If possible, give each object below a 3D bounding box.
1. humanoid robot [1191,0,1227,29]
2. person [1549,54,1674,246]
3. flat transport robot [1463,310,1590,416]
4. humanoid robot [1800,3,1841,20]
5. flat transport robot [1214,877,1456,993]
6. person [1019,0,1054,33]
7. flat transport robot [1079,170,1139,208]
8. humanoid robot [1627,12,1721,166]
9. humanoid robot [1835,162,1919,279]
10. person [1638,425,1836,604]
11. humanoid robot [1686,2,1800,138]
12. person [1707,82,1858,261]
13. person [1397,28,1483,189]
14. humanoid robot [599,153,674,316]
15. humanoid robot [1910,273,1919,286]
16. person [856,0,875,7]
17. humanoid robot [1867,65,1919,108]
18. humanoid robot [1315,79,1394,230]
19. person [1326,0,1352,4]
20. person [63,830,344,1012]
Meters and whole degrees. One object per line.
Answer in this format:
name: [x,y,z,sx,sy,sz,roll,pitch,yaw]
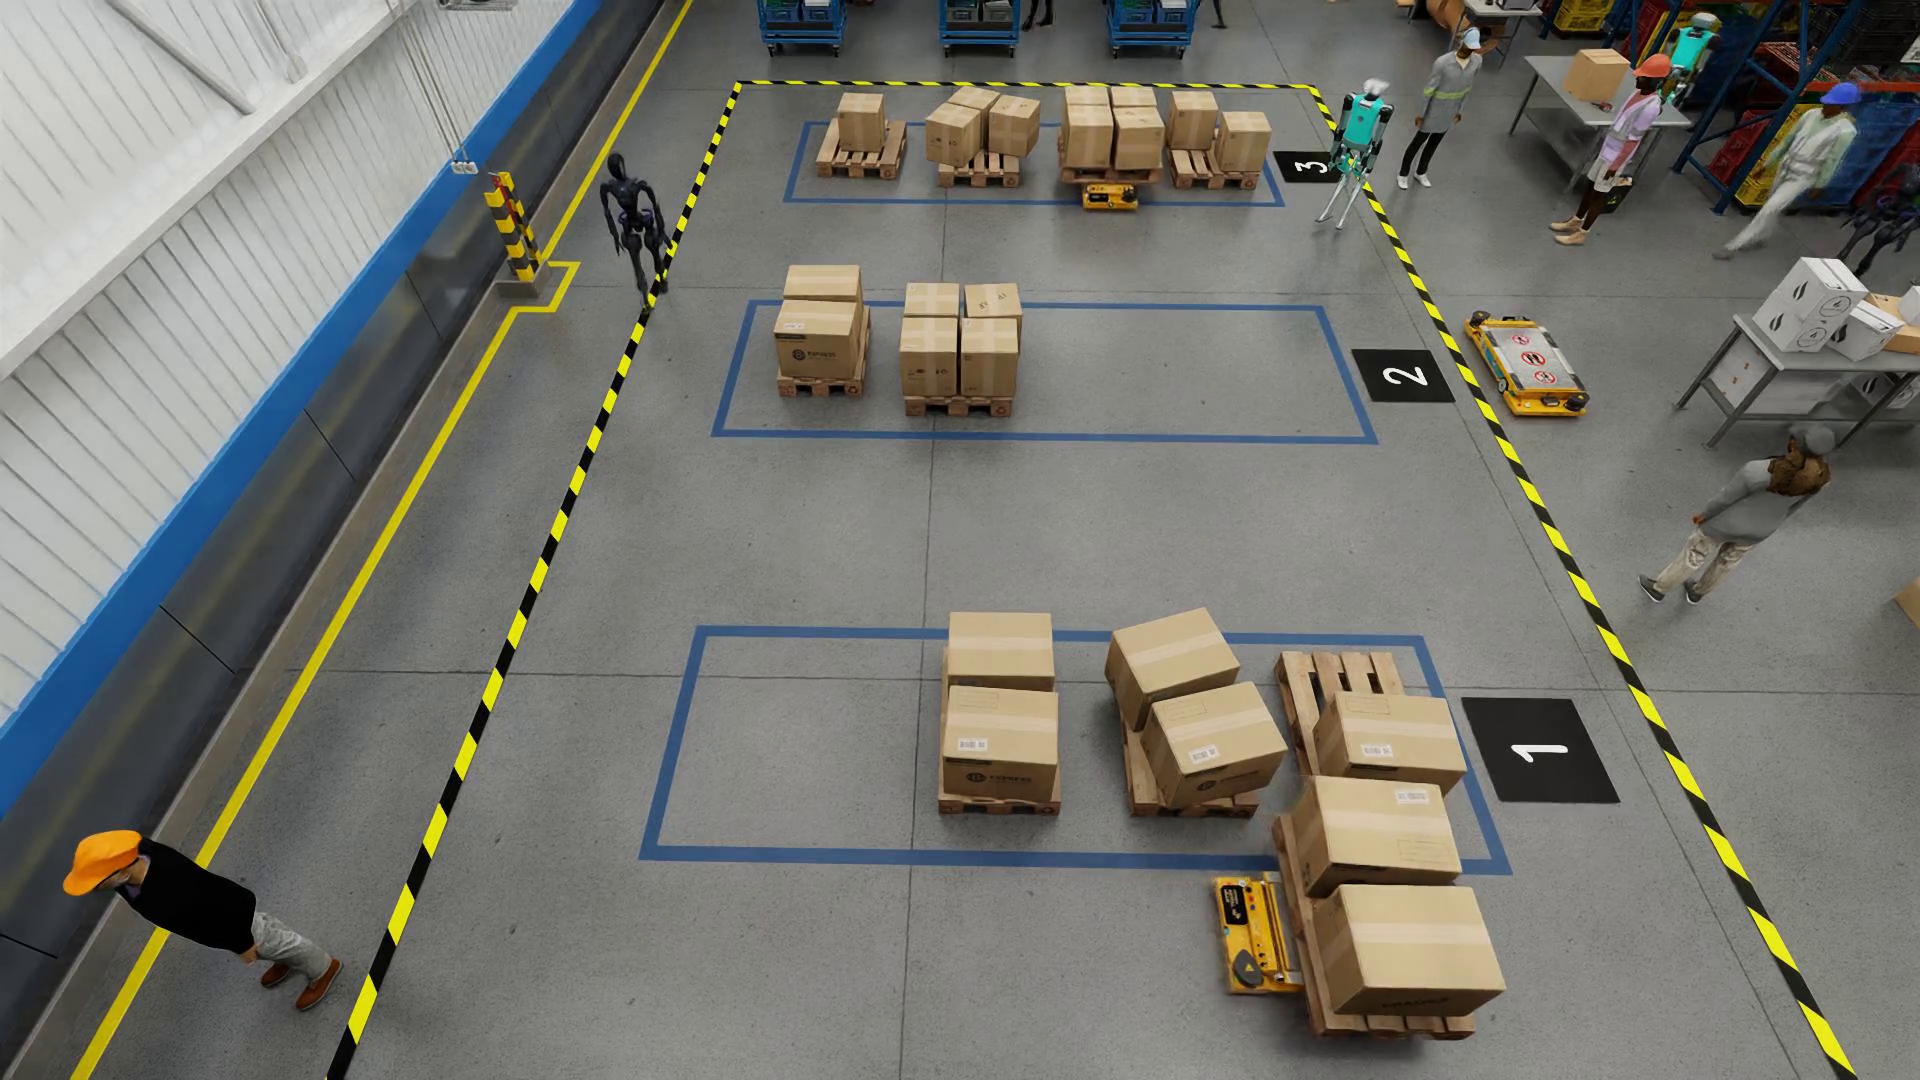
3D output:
humanoid robot: [3.963,-8.922,14.357,0.789,1.622,0.588,13,50,11]
person: [7.125,-4.230,10.032,0.391,2.036,0.599,10,50,9]
flat transport robot: [5.573,-1.757,9.054,0.659,0.231,1.431,1,49,1]
humanoid robot: [12.970,-8.242,13.732,0.332,1.655,0.603,-27,54,-22]
flat transport robot: [2.307,2.346,5.484,1.431,0.197,0.652,1,49,1]
person: [1.186,-8.916,14.157,0.833,1.921,0.668,-13,50,-11]
flat transport robot: [1.837,-4.621,11.515,0.652,0.197,1.431,1,49,1]
humanoid robot: [8.628,-5.434,11.313,0.551,1.779,1.049,33,57,26]
humanoid robot: [9.645,-3.339,9.523,0.726,1.644,0.587,-25,54,-20]
person: [5.670,-0.135,6.657,0.563,1.769,0.397,5,49,4]
humanoid robot: [10.259,-6.081,11.878,0.688,1.638,0.609,1,49,1]
person: [8.863,-3.926,9.850,0.955,1.896,0.624,-6,49,-5]
person: [5.733,-5.097,10.898,0.596,1.850,0.396,-7,50,-6]
humanoid robot: [-3.254,-3.118,9.329,0.591,1.627,0.764,-7,49,-6]
humanoid robot: [10.568,-3.352,9.396,0.533,1.694,0.727,4,49,4]
person: [-1.588,-9.764,14.880,0.355,1.937,0.634,2,49,2]
humanoid robot: [11.855,-5.614,11.451,0.992,1.778,0.536,-6,49,-5]
humanoid robot: [4.465,-4.337,10.225,0.533,1.681,0.735,34,57,26]
person: [6.466,-9.850,15.019,0.624,1.844,0.429,-14,51,-12]
person: [-3.866,1.972,4.759,0.587,1.884,0.361,21,52,17]
